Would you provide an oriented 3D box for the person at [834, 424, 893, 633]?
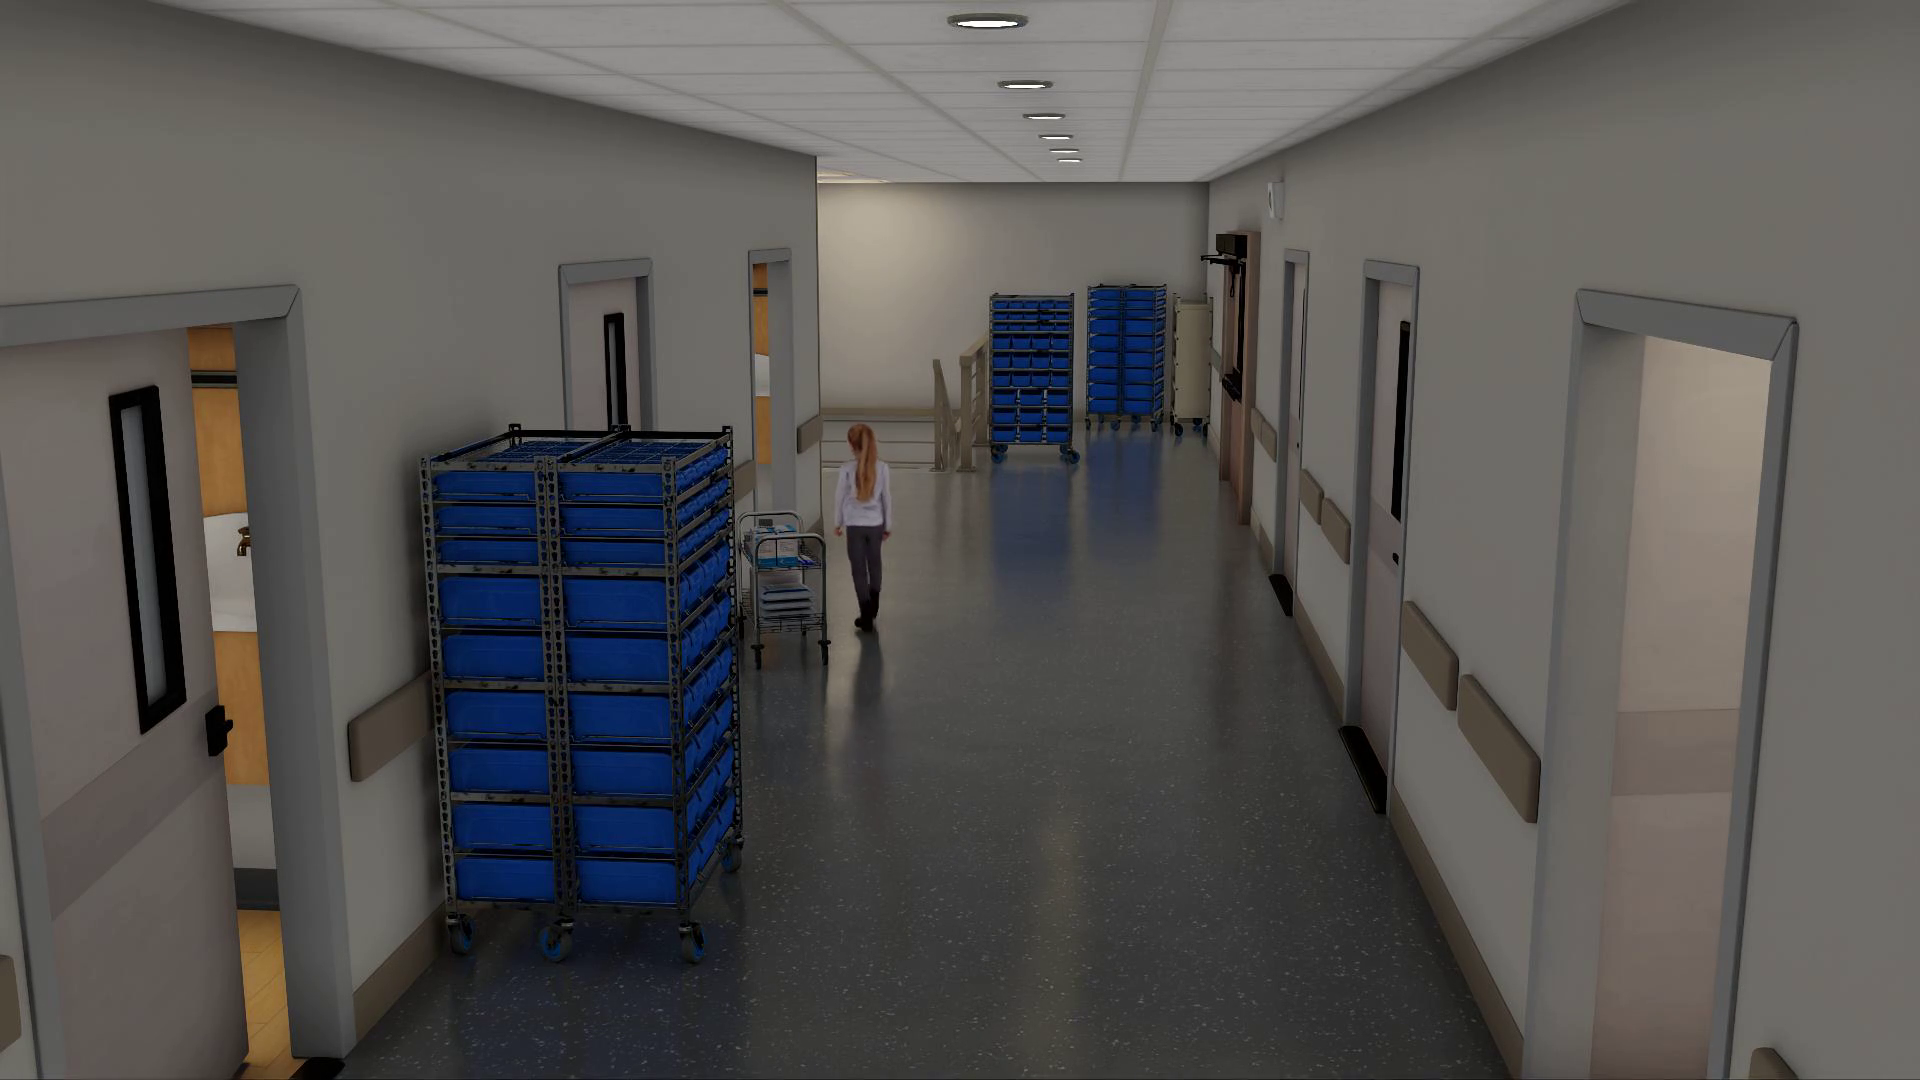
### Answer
[{"bbox_3d":[-0.575,-0.063,10.194,0.650,1.260,0.788,-4,11,-19],"label":"person"}]
